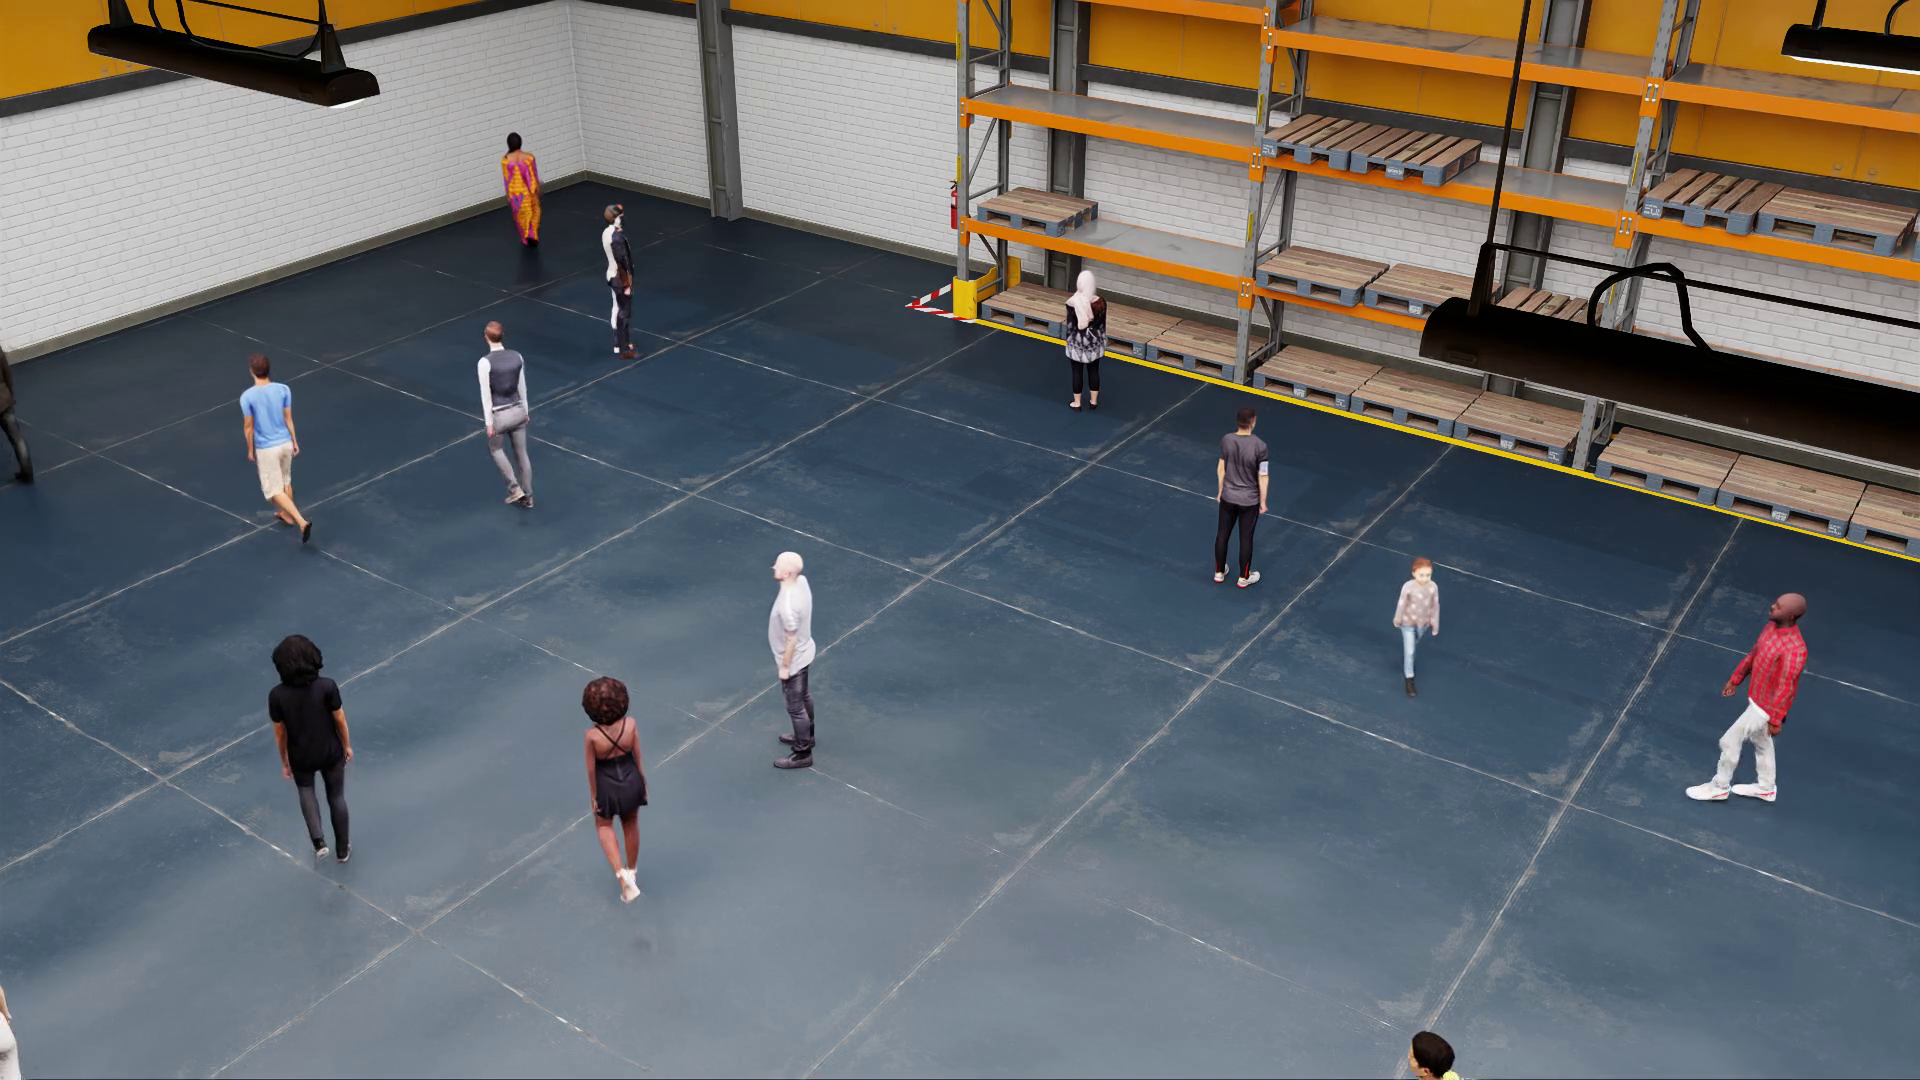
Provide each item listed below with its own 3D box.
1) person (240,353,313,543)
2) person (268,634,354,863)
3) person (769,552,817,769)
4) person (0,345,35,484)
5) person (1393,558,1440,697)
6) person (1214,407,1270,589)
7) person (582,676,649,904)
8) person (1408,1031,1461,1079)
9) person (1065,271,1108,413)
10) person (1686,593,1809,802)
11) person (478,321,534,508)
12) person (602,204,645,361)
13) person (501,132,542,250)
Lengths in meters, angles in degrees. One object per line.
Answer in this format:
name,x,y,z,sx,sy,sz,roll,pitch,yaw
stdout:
person,-6.547,-0.860,15.950,1.141,1.838,0.701,22,36,35
person,-4.495,1.520,11.599,0.800,1.825,0.860,-9,30,-16
person,-1.265,0.894,12.741,0.766,1.833,0.753,2,29,4
person,-9.830,-1.397,16.993,0.972,1.782,0.734,16,32,26
person,3.796,0.650,13.880,0.842,1.169,0.848,-1,29,-1
person,2.551,-0.394,15.173,0.493,1.764,0.702,16,33,27
person,-2.290,1.739,11.250,0.749,1.775,0.876,-14,32,-24
person,2.441,3.239,8.584,0.879,1.696,0.702,12,31,21
person,1.407,-2.234,18.680,0.754,1.636,0.809,-6,29,-11
person,6.033,1.185,12.243,0.998,1.798,0.852,8,30,15
person,-4.451,-1.195,16.486,0.746,1.913,0.764,-25,37,-37
person,-4.103,-3.127,20.052,0.842,1.889,0.728,-11,31,-19
person,-6.209,-4.950,23.638,1.082,1.656,1.122,-4,29,-8
